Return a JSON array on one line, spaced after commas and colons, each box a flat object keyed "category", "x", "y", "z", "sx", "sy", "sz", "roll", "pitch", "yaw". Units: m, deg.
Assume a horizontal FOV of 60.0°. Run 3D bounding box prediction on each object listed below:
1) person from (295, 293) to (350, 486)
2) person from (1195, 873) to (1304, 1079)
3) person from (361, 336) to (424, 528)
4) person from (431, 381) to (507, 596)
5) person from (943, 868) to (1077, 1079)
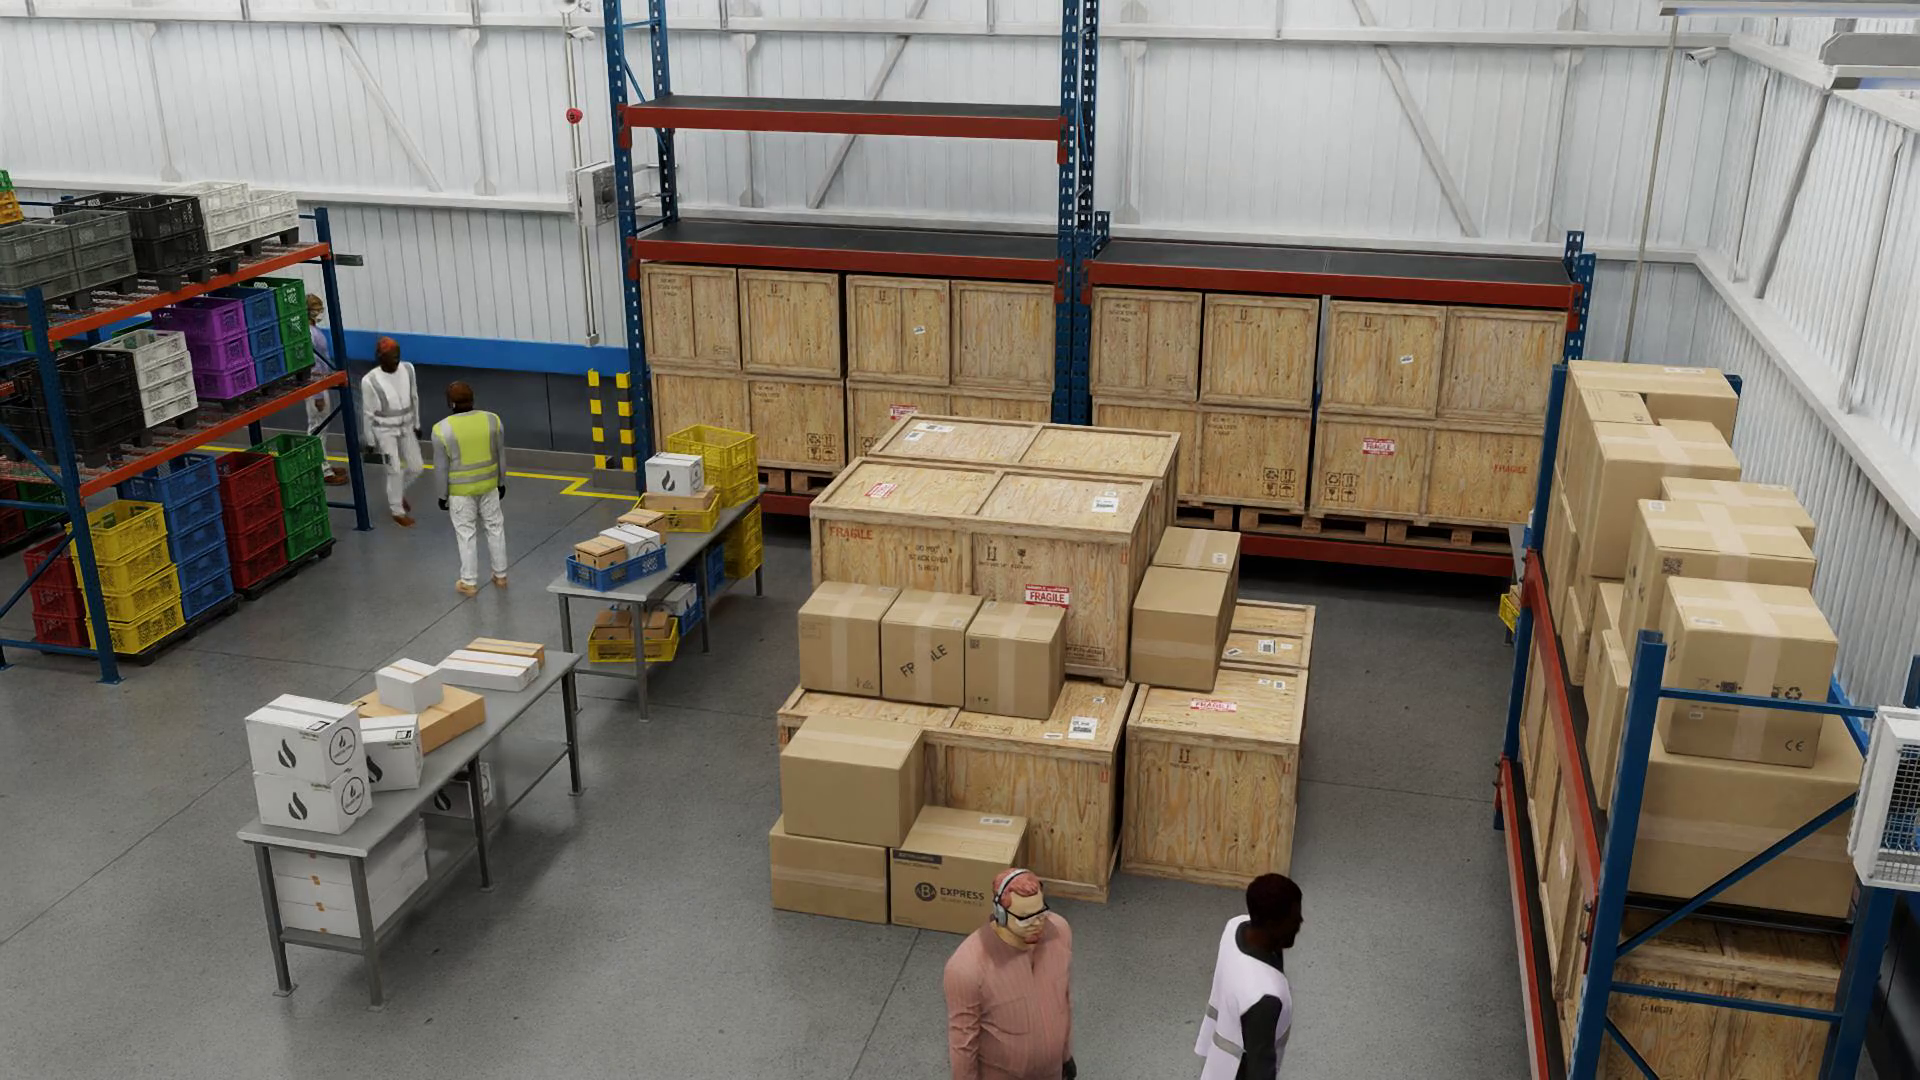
[{"category": "person", "x": -6.437, "y": -1.512, "z": 16.653, "sx": 0.378, "sy": 1.934, "sz": 0.629, "roll": -7, "pitch": 22, "yaw": -19}, {"category": "person", "x": 1.180, "y": 2.223, "z": 6.922, "sx": 0.389, "sy": 1.910, "sz": 0.585, "roll": -1, "pitch": 21, "yaw": -1}, {"category": "person", "x": -5.269, "y": -1.016, "z": 15.460, "sx": 0.542, "sy": 1.859, "sz": 0.606, "roll": 14, "pitch": 25, "yaw": 33}, {"category": "person", "x": -4.110, "y": -0.440, "z": 13.980, "sx": 0.625, "sy": 1.841, "sz": 0.429, "roll": -16, "pitch": 26, "yaw": -36}, {"category": "person", "x": 0.242, "y": 2.214, "z": 6.942, "sx": 0.642, "sy": 1.908, "sz": 0.409, "roll": -17, "pitch": 27, "yaw": -37}]
